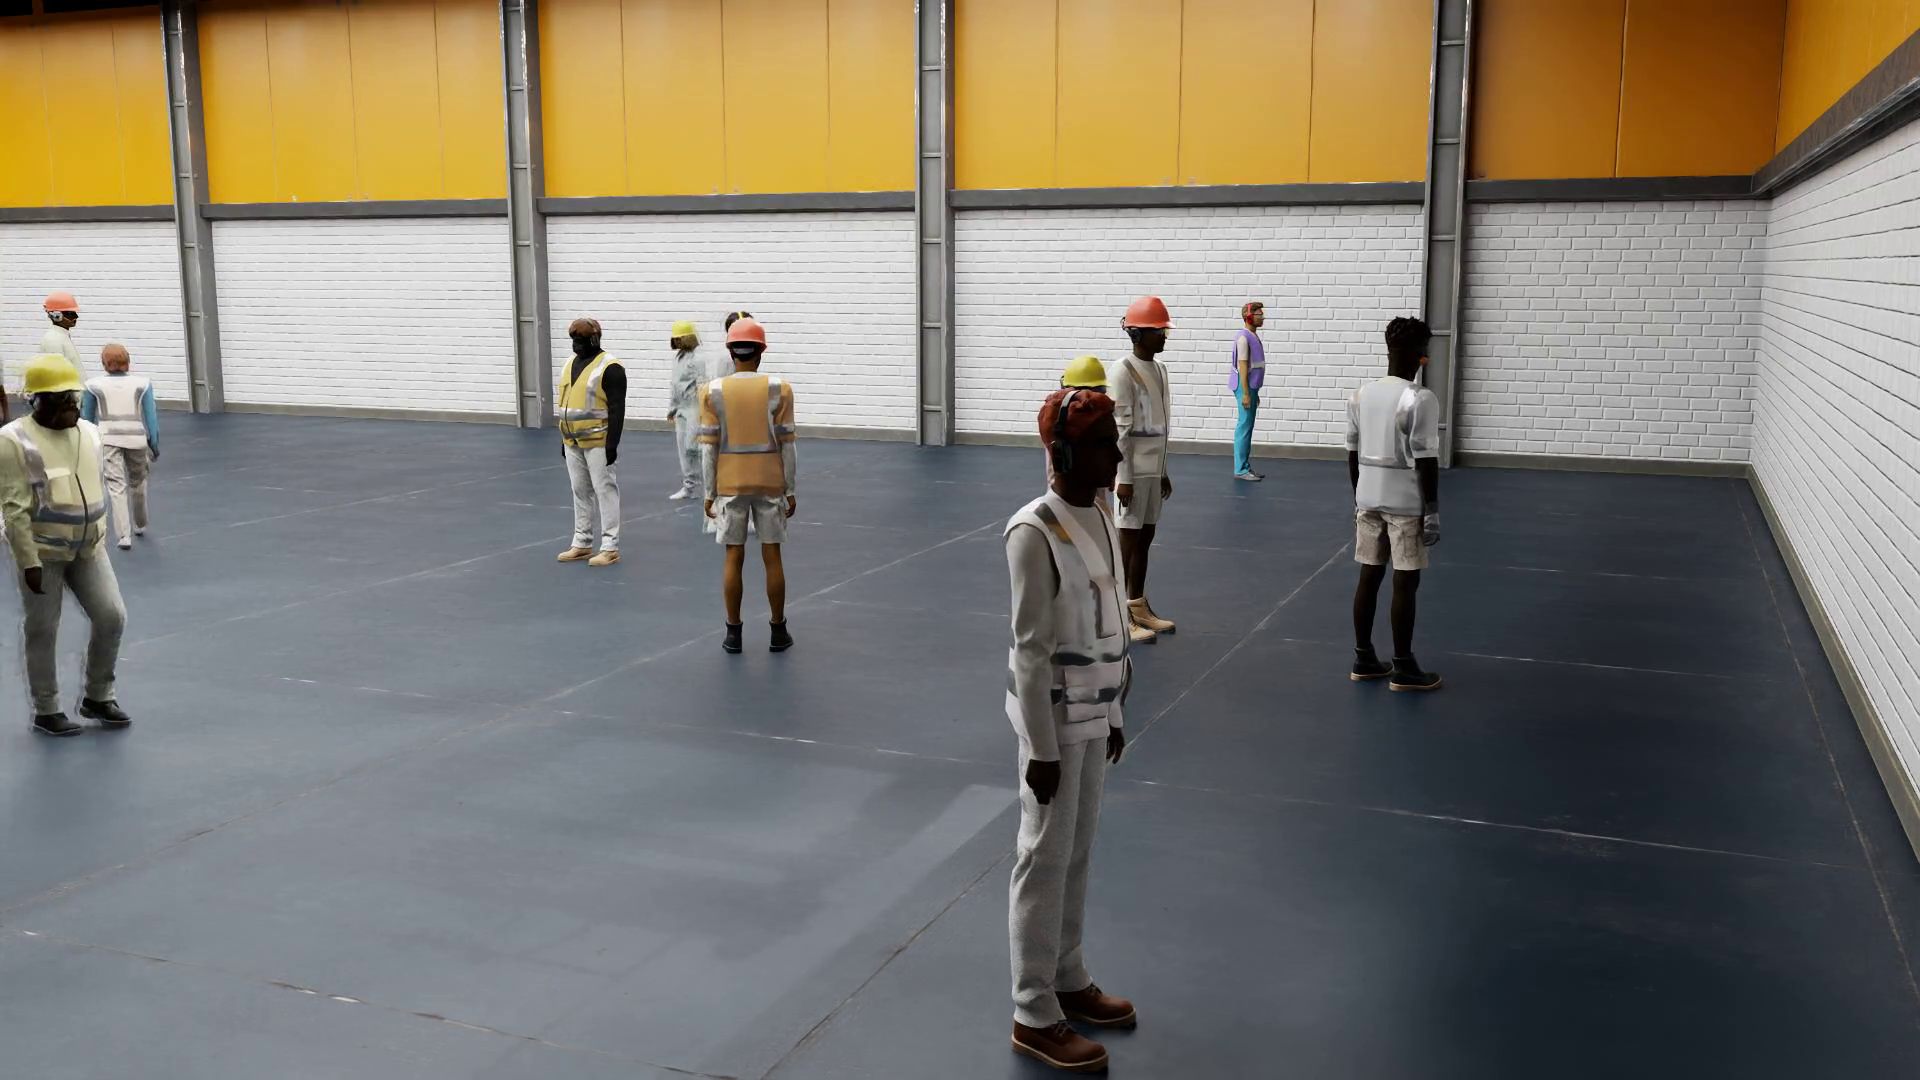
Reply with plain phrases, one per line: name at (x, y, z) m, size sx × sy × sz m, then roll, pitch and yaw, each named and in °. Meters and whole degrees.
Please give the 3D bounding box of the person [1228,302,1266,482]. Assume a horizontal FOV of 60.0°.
person at (2.980, -1.537, 17.235) m, size 0.390 × 1.850 × 0.565 m, roll 3°, pitch 10°, yaw 18°

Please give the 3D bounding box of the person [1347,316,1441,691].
person at (2.293, -0.191, 8.746) m, size 0.369 × 1.958 × 0.602 m, roll -6°, pitch 11°, yaw -31°

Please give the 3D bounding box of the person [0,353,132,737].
person at (-4.192, 0.040, 7.798) m, size 0.547 × 1.816 × 0.600 m, roll 4°, pitch 10°, yaw 25°

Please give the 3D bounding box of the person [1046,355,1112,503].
person at (0.625, -0.070, 8.597) m, size 0.321 × 1.769 × 0.523 m, roll 7°, pitch 11°, yaw 35°

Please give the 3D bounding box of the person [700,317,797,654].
person at (-1.206, -0.307, 9.545) m, size 0.543 × 1.928 × 0.373 m, roll -1°, pitch 9°, yaw -5°

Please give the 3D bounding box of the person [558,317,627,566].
person at (-2.758, -0.729, 12.370) m, size 0.626 × 1.842 × 0.429 m, roll 7°, pitch 12°, yaw 36°

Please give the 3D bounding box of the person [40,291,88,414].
person at (-7.957, -1.214, 14.838) m, size 0.386 × 1.992 × 0.624 m, roll -4°, pitch 10°, yaw -23°

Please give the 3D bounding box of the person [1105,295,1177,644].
person at (1.094, -0.420, 9.882) m, size 0.371 × 2.044 × 0.607 m, roll 5°, pitch 11°, yaw 30°

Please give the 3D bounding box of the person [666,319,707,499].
person at (-2.520, -1.246, 15.872) m, size 0.543 × 1.720 × 0.487 m, roll -7°, pitch 12°, yaw -38°

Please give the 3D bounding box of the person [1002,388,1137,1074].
person at (0.316, 0.518, 4.681) m, size 0.355 × 1.883 × 0.573 m, roll 4°, pitch 10°, yaw 23°

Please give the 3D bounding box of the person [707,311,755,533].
person at (-1.780, -0.962, 13.786) m, size 0.747 × 1.846 × 0.535 m, roll -3°, pitch 10°, yaw -19°

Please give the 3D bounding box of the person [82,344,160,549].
person at (-6.692, -0.756, 13.271) m, size 0.534 × 1.592 × 0.880 m, roll -6°, pitch 11°, yaw -31°

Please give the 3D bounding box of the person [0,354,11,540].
person at (-7.871, -0.885, 13.327) m, size 0.524 × 1.830 × 0.834 m, roll -7°, pitch 12°, yaw -37°
